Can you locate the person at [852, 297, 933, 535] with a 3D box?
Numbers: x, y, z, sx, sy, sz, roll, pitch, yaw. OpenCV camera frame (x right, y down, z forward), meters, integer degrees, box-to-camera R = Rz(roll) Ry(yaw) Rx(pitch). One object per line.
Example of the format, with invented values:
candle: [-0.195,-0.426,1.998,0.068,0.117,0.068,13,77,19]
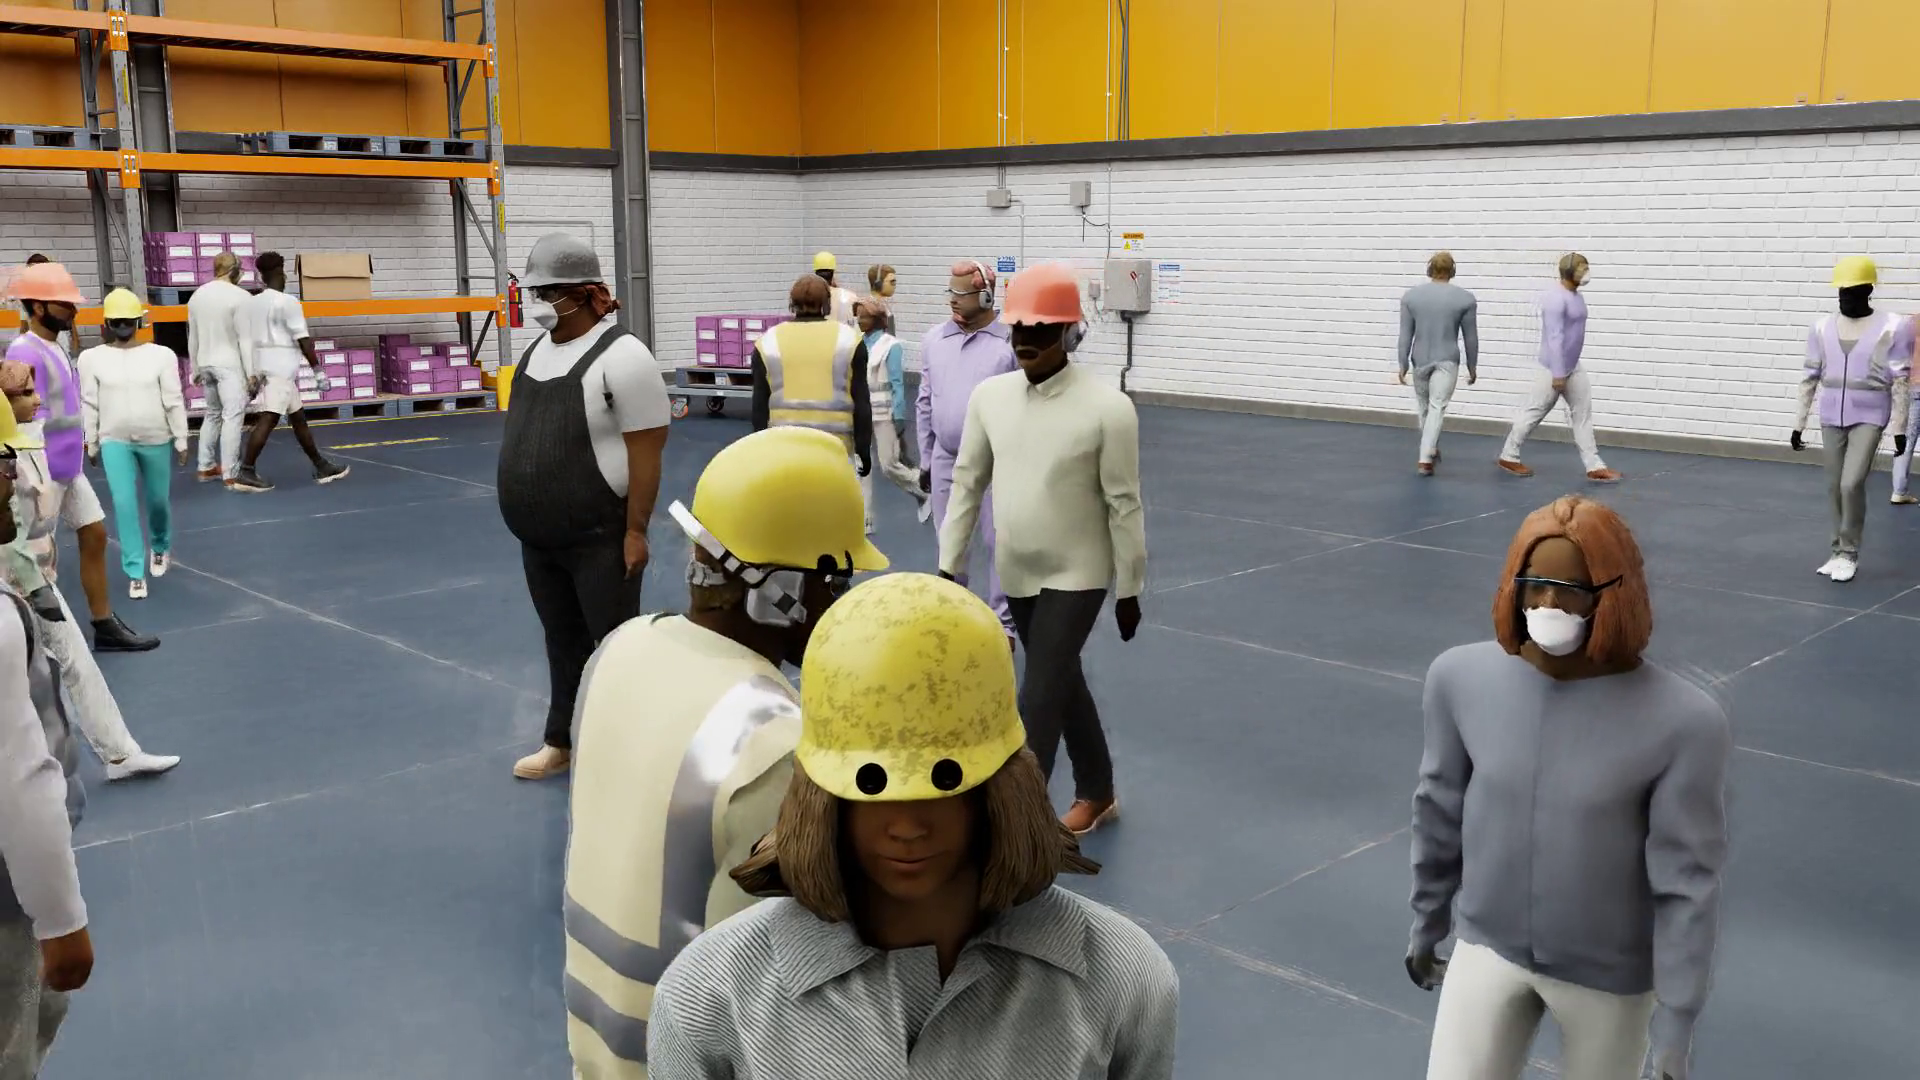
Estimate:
person: [-0.509,-0.834,11.232,0.538,1.617,0.687,10,14,43]

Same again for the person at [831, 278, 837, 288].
person: [-1.358,-2.008,17.695,0.521,1.603,0.802,6,12,29]

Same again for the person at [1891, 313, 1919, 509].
person: [7.224,-1.112,12.355,0.330,1.767,0.528,-3,11,-15]

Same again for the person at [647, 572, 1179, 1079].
person: [-0.036,0.883,1.539,0.493,1.743,0.301,-1,10,-7]

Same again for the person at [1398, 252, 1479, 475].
person: [4.083,-1.509,14.229,0.645,1.886,1.046,5,12,26]

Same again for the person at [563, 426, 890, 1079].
person: [-0.334,0.713,2.426,0.974,1.766,0.594,-10,14,-43]

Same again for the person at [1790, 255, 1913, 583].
person: [5.185,-0.702,9.738,0.643,1.902,0.618,-7,13,-34]

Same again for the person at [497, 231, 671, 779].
person: [-1.400,-0.084,6.001,0.688,2.000,0.535,8,13,37]

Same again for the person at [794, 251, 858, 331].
person: [-1.207,-1.662,15.045,0.589,1.885,0.970,1,10,7]

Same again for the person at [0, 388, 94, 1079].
person: [-1.769,0.581,2.977,0.623,1.818,0.430,8,13,38]

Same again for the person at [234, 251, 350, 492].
person: [-5.439,-1.349,13.307,0.641,1.895,1.037,9,13,39]

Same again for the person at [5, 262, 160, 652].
person: [-4.409,-0.355,7.882,0.902,1.907,0.555,-2,11,-12]

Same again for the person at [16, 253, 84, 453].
person: [-8.311,-1.676,15.194,0.509,1.860,0.318,-2,11,-10]

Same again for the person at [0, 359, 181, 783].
person: [-3.361,0.159,5.914,0.875,1.593,0.515,-3,11,-14]

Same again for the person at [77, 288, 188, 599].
person: [-4.731,-0.579,9.544,0.529,1.731,0.820,-5,12,-26]

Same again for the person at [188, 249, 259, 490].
person: [-5.895,-1.370,13.381,0.653,1.913,0.449,5,12,28]

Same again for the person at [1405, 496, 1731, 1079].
person: [0.923,0.736,2.696,0.525,1.599,0.729,7,13,35]

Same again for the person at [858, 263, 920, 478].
person: [-0.749,-1.398,13.854,0.972,1.805,0.520,3,11,14]

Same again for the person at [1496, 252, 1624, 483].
person: [4.957,-1.420,13.713,1.045,1.889,0.643,9,14,40]

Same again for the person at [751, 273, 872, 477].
person: [-0.789,-0.494,8.817,0.647,1.825,0.511,1,10,3]

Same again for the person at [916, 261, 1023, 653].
person: [0.065,-0.367,7.930,0.643,1.903,0.399,5,12,28]

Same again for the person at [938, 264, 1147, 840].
person: [0.259,0.109,5.264,0.611,1.938,1.059,9,14,41]
